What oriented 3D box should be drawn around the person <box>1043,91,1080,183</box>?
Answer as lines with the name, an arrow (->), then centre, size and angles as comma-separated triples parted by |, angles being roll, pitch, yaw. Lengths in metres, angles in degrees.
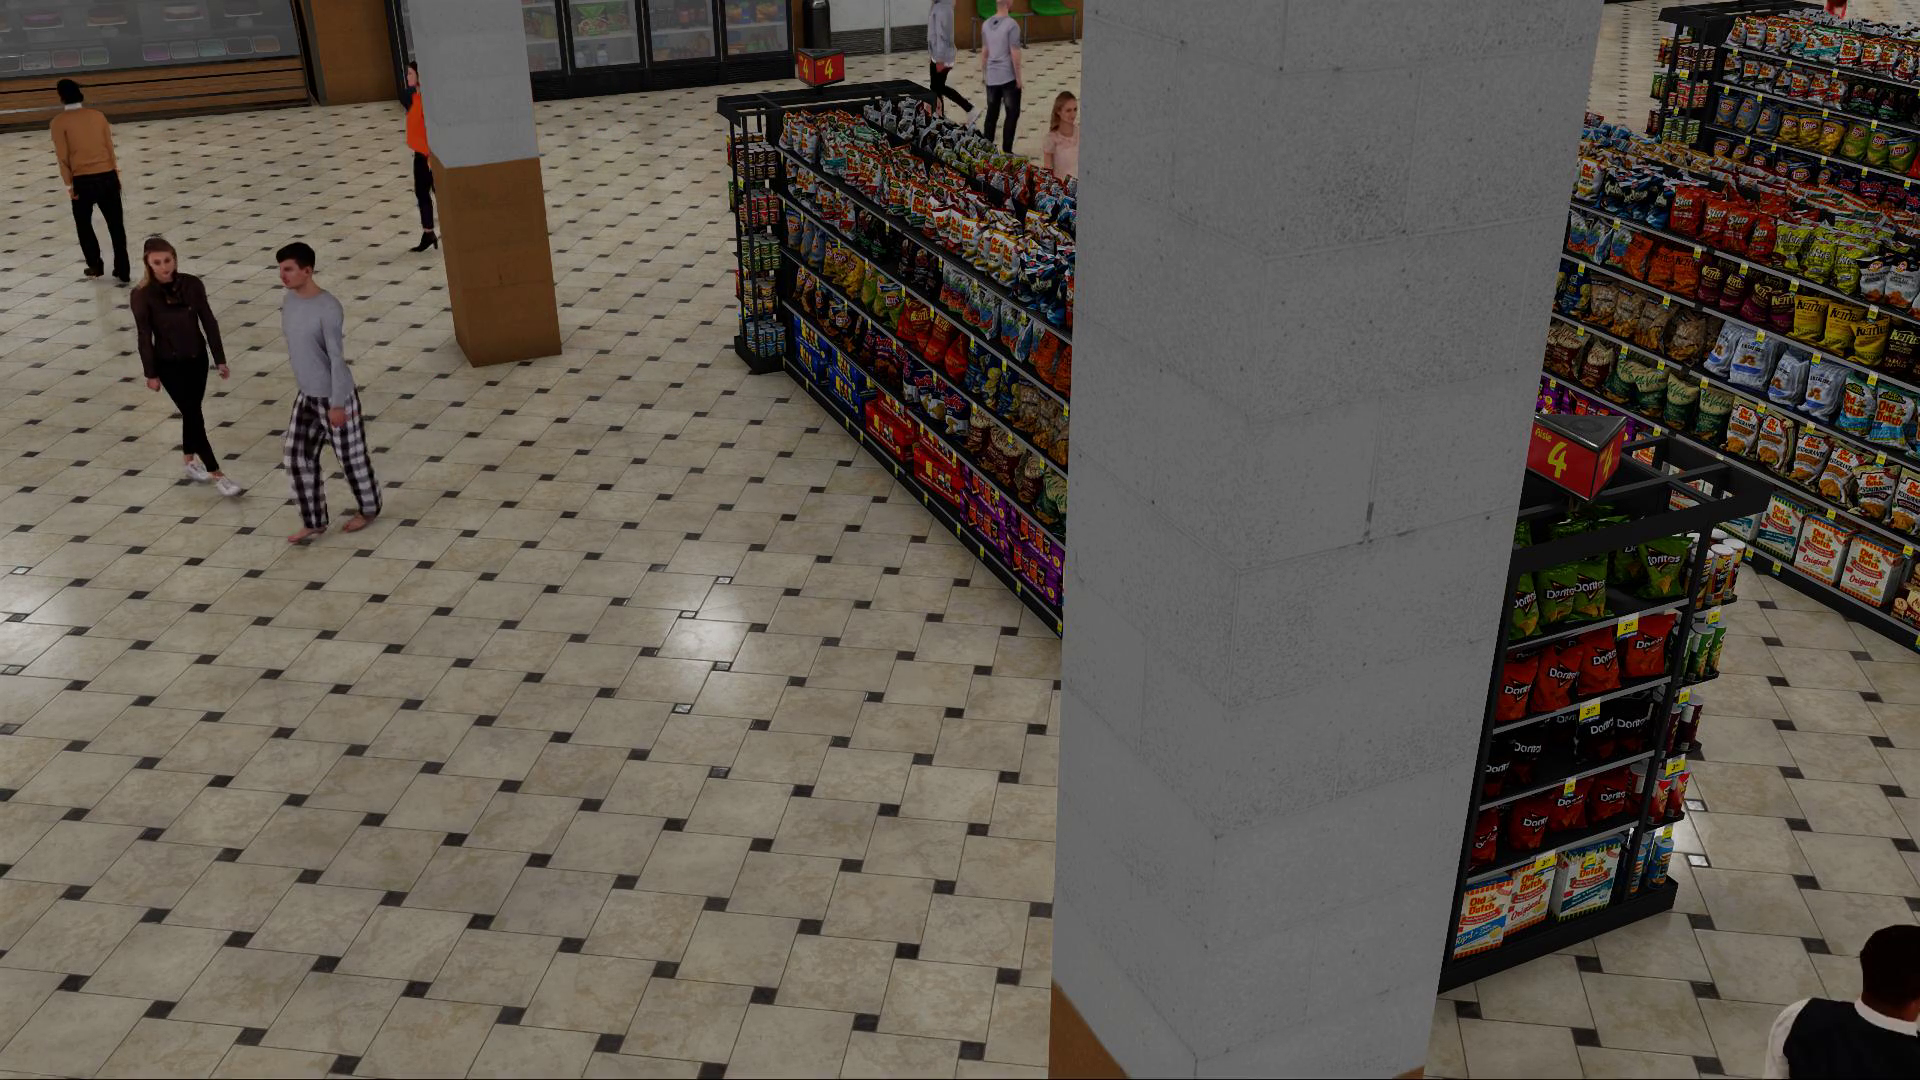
person -> 0.779, -2.802, 13.800 | 0.651, 1.776, 1.140 | -15, 30, -27

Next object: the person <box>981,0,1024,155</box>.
person -> 0.452, -5.036, 18.150 | 0.677, 1.827, 0.820 | 21, 34, 35

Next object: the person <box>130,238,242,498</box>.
person -> -4.998, -1.126, 10.617 | 1.031, 1.667, 0.858 | 19, 33, 33

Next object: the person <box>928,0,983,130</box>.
person -> -0.117, -5.537, 19.046 | 0.997, 1.909, 1.058 | -1, 27, -2

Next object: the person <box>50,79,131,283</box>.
person -> -7.460, -3.076, 14.385 | 0.764, 1.737, 0.825 | -22, 34, -37

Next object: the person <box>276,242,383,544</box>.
person -> -3.752, -0.915, 10.018 | 0.936, 1.832, 0.967 | 14, 30, 26

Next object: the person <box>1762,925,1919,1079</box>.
person -> 2.268, 1.870, 4.453 | 0.733, 1.897, 1.007 | -12, 29, -23
